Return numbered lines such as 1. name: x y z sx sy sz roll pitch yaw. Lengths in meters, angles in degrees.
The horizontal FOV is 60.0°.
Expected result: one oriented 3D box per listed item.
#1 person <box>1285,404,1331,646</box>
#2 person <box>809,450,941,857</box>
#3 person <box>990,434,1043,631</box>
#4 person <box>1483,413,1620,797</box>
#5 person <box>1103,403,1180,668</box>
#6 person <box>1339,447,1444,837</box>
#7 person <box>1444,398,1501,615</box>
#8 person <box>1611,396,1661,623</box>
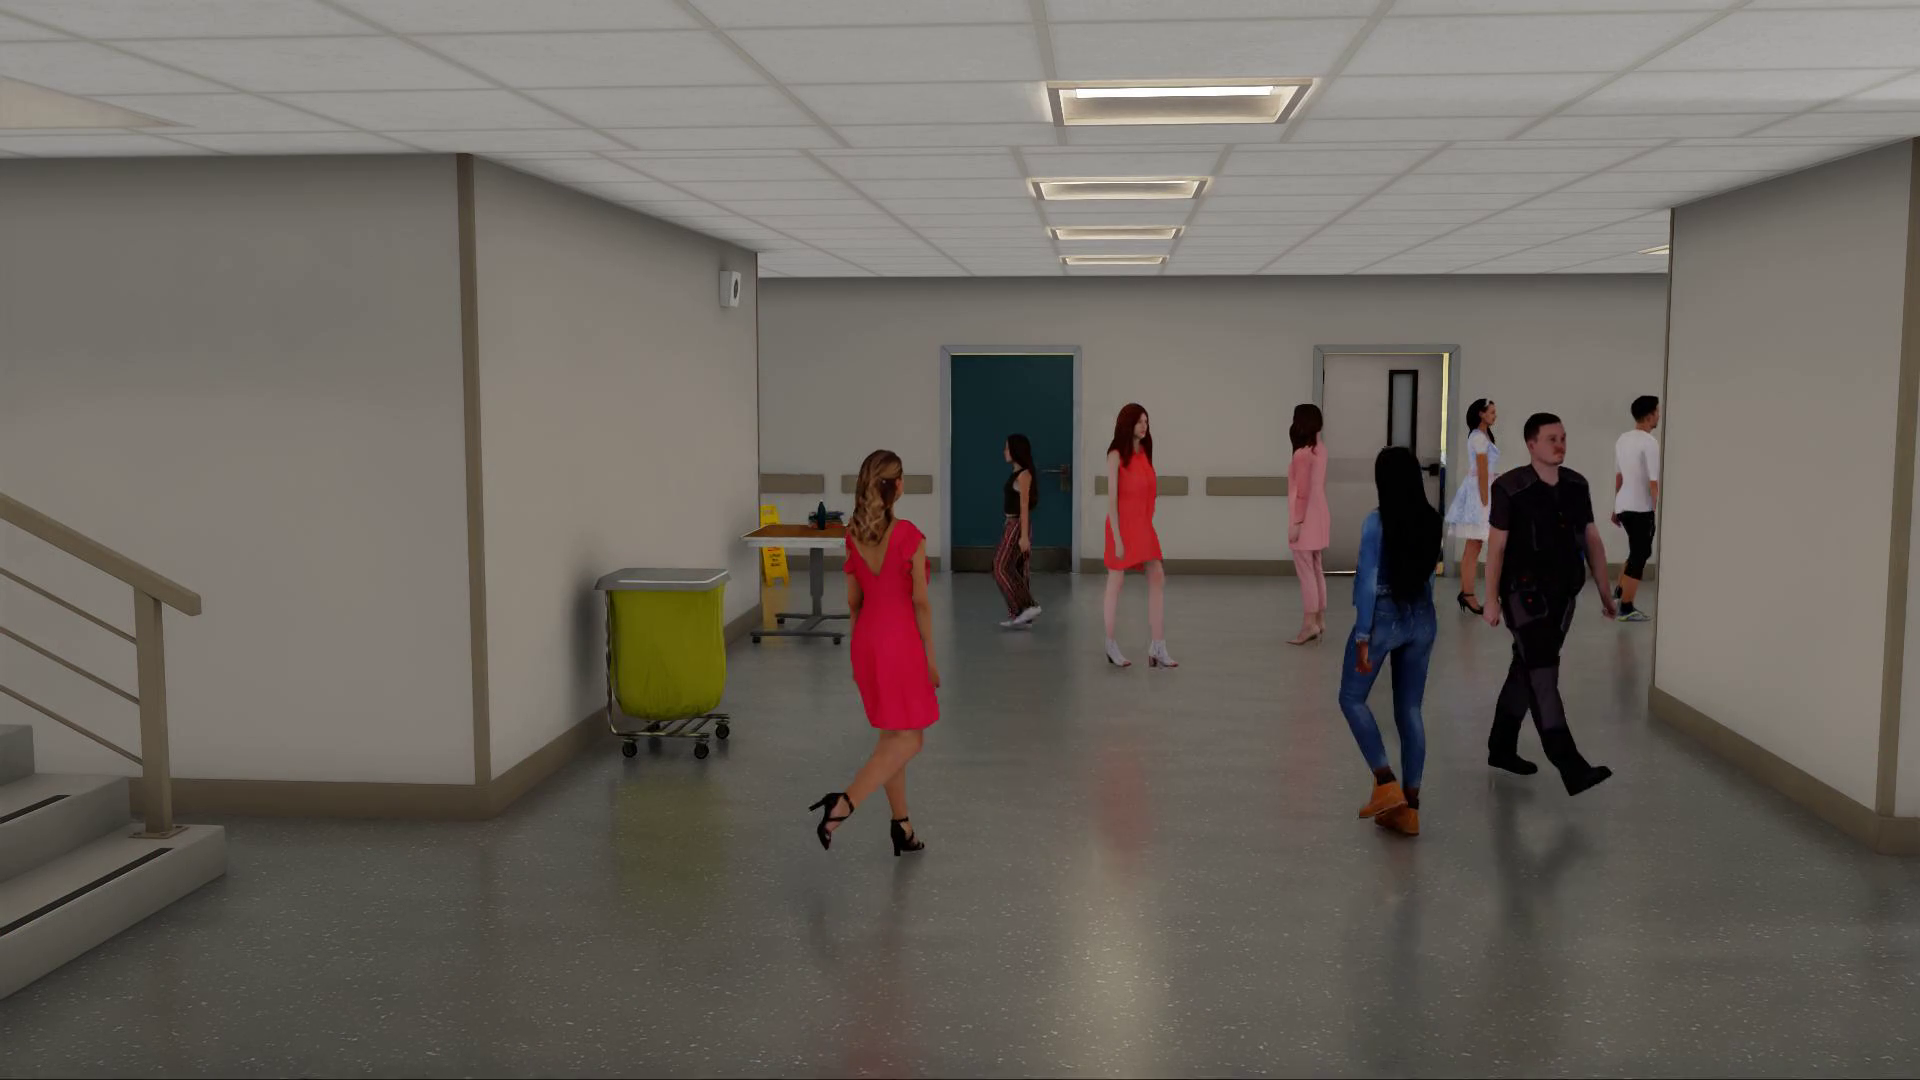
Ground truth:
1. person: 2.618 -0.120 12.455 0.697 1.801 0.689 4 7 37
2. person: -0.330 0.496 6.781 0.946 1.710 0.957 5 8 40
3. person: 0.536 -0.062 13.115 0.697 1.553 0.633 -1 6 -7
4. person: 2.769 0.318 8.138 1.242 1.794 1.145 -3 6 -24
5. person: 1.098 -0.014 11.383 0.914 1.804 0.969 -4 7 -38
6. person: 1.958 0.453 7.248 0.705 1.704 0.802 -2 6 -22
7. person: 4.393 -0.293 14.103 0.761 1.815 0.737 1 6 14
8. person: 5.405 -0.242 13.481 0.750 1.838 0.775 -1 6 -13
